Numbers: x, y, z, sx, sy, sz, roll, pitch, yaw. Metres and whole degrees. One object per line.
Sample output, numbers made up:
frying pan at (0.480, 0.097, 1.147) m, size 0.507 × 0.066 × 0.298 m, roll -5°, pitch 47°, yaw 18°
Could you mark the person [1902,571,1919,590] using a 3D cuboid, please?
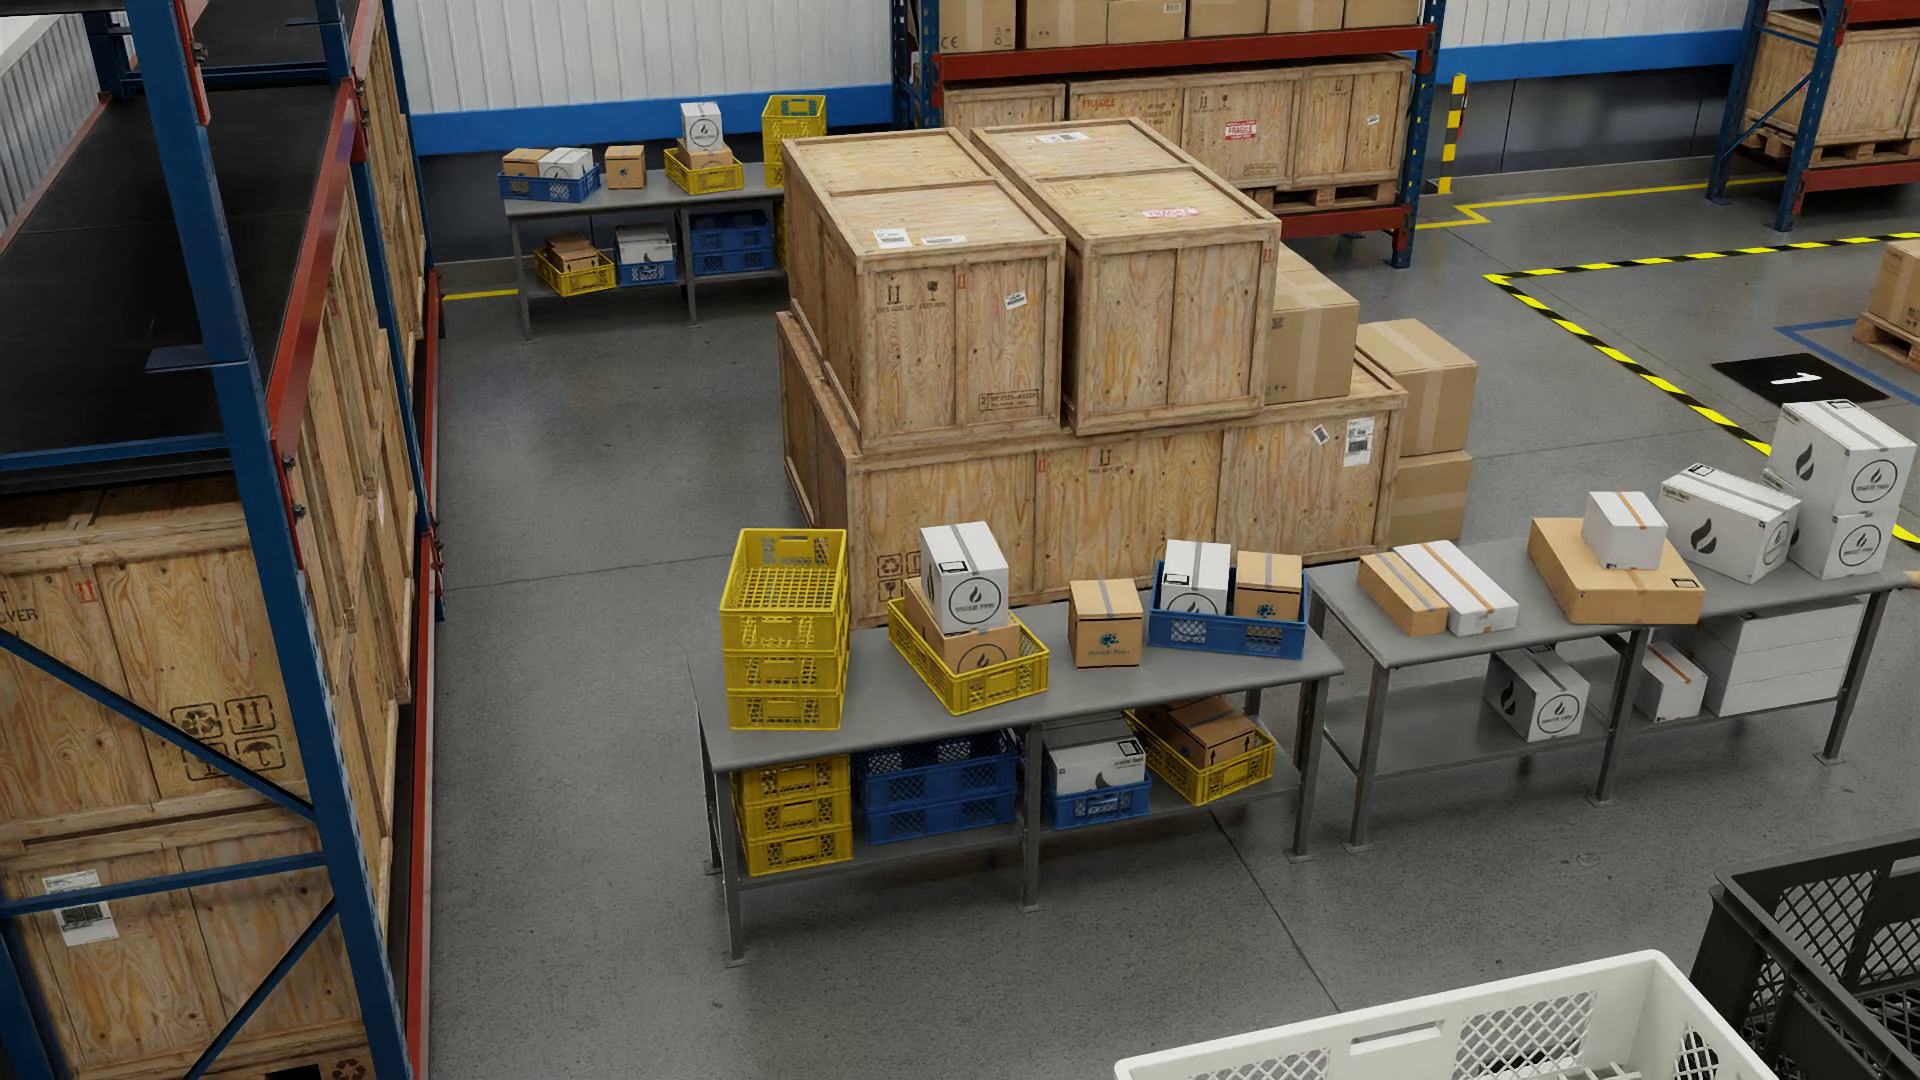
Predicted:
person at (5.195, -0.549, 8.287) m, size 0.386 × 2.034 × 0.604 m, roll 0°, pitch 29°, yaw 0°
